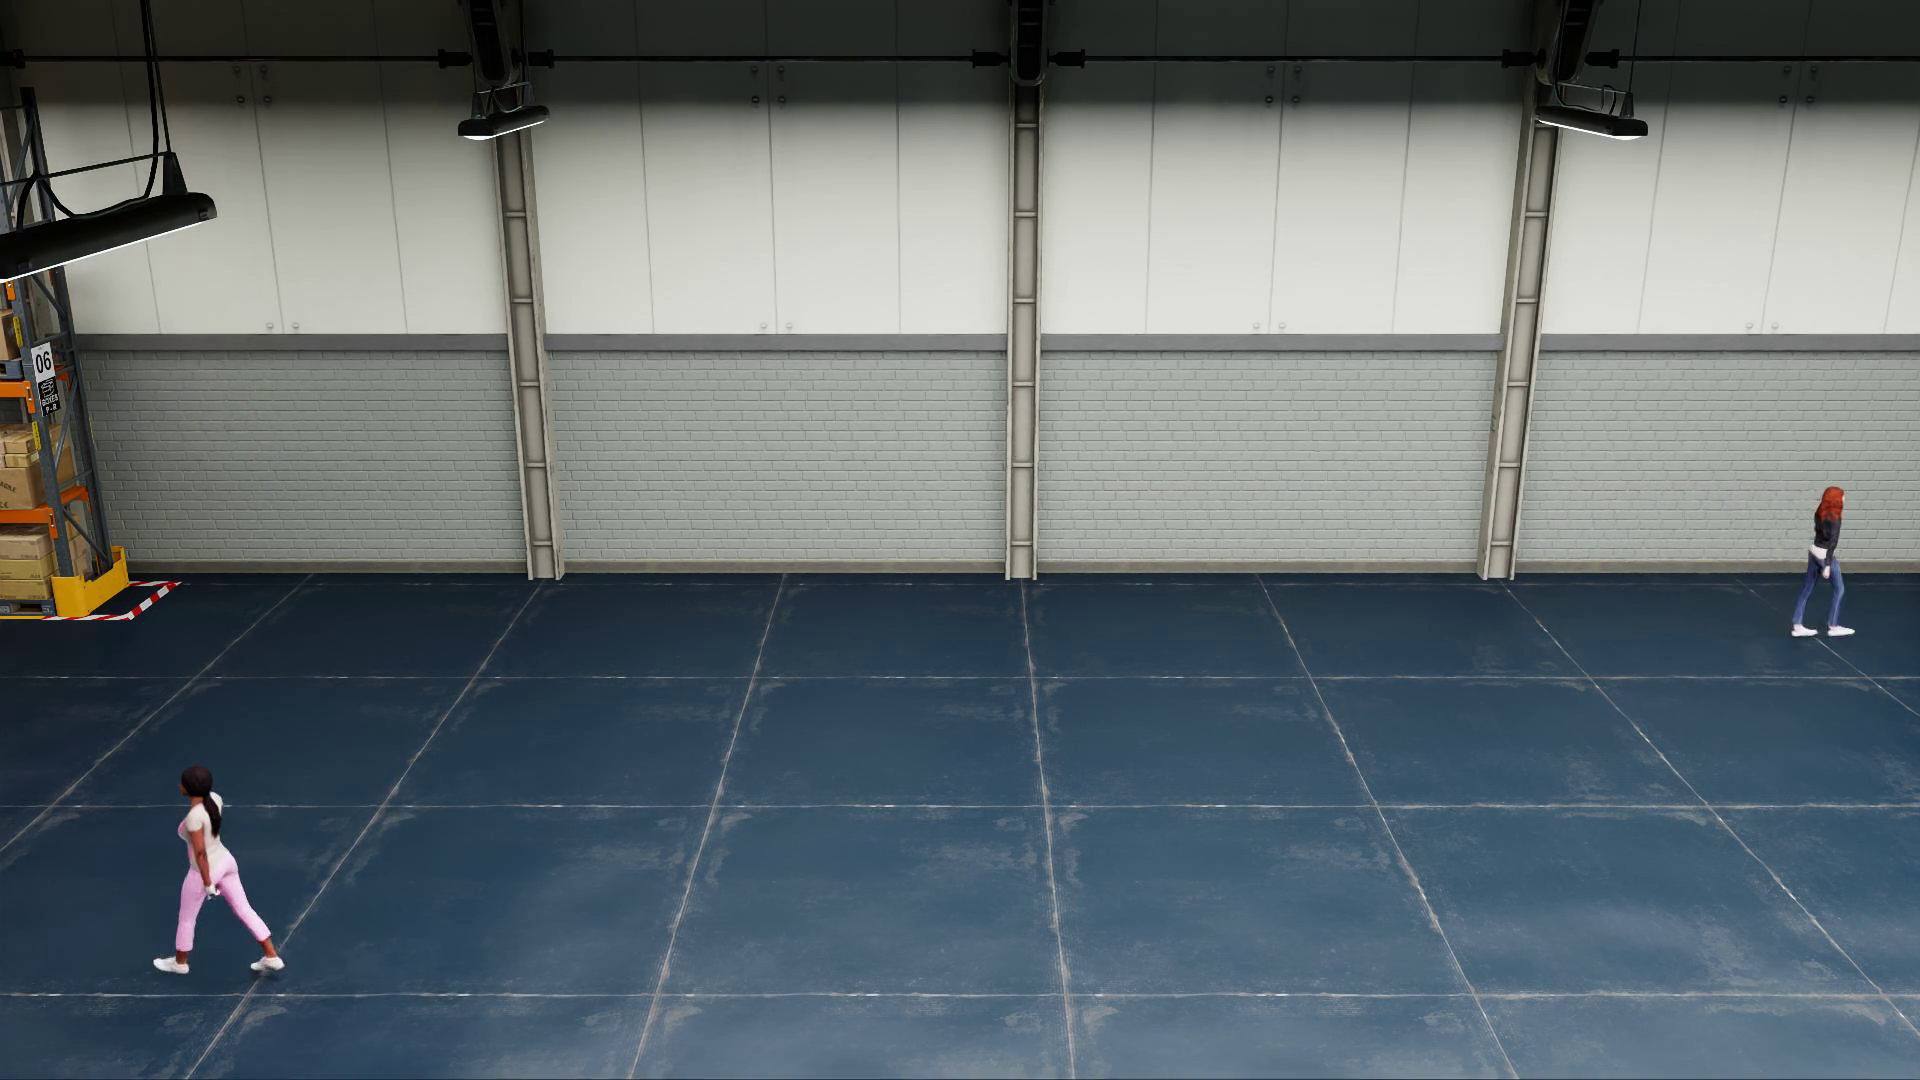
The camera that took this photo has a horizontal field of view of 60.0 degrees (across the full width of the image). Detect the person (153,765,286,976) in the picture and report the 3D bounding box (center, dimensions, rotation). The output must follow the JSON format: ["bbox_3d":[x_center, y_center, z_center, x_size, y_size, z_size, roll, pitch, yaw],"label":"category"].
[{"bbox_3d":[-5.376,2.452,12.158,1.208,1.692,0.686,2,18,7],"label":"person"}]

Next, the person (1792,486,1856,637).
[{"bbox_3d":[9.632,0.263,18.751,0.882,1.772,0.598,0,18,-1],"label":"person"}]
